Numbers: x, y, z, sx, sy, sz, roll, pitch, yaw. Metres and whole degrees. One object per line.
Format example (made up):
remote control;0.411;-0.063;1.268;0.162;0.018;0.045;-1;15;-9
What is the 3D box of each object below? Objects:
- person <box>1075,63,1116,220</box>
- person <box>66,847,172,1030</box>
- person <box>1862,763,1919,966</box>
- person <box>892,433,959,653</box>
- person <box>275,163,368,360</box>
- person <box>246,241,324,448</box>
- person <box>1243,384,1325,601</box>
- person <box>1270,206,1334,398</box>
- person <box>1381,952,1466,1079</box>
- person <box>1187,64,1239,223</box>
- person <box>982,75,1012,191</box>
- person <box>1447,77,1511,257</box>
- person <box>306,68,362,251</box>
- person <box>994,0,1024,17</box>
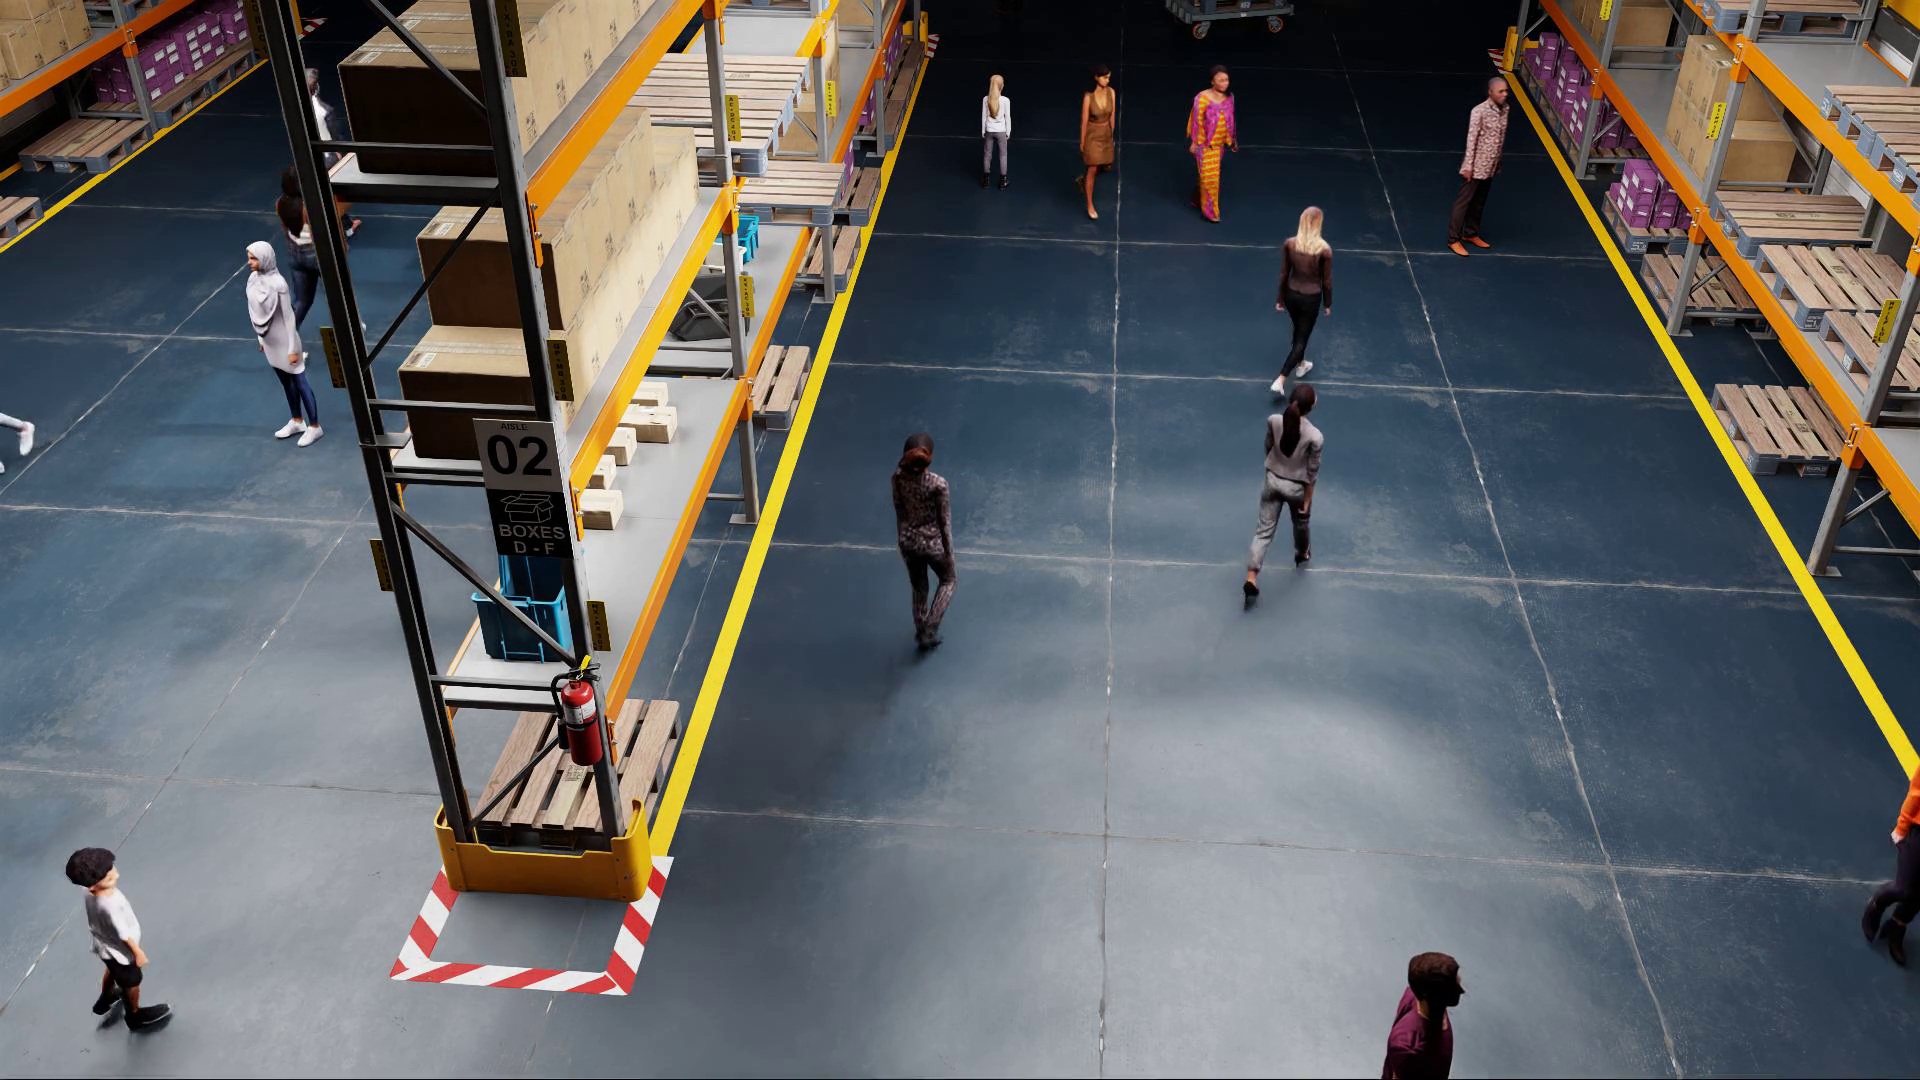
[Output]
person;1.421;-4.290;17.807;0.795;1.666;0.881;-17;37;-24
person;-4.413;2.065;8.628;0.694;1.244;0.725;18;38;25
person;5.238;1.528;8.988;0.639;1.739;0.639;1;34;1
person;-0.272;0.073;11.206;0.688;1.707;0.710;14;36;20
person;-5.901;-2.457;14.952;0.883;1.774;1.230;13;36;18
person;-5.587;-1.628;13.703;0.691;1.775;0.691;20;39;28
person;2.272;-0.308;11.850;0.979;1.628;1.202;21;39;28
person;2.941;-2.028;14.398;0.993;1.673;1.192;22;40;30
person;1.996;2.511;7.401;0.778;1.859;0.601;12;36;18
person;2.669;-4.298;17.831;0.904;1.652;0.989;-20;38;-27
person;0.397;-4.553;18.556;0.517;1.275;0.526;9;35;13
person;5.325;-3.853;17.022;0.776;1.808;0.811;-20;39;-28
person;-6.500;-3.786;16.873;0.885;1.861;1.106;14;36;20
person;0.724;-8.538;24.119;0.753;1.753;0.771;-17;37;-24
